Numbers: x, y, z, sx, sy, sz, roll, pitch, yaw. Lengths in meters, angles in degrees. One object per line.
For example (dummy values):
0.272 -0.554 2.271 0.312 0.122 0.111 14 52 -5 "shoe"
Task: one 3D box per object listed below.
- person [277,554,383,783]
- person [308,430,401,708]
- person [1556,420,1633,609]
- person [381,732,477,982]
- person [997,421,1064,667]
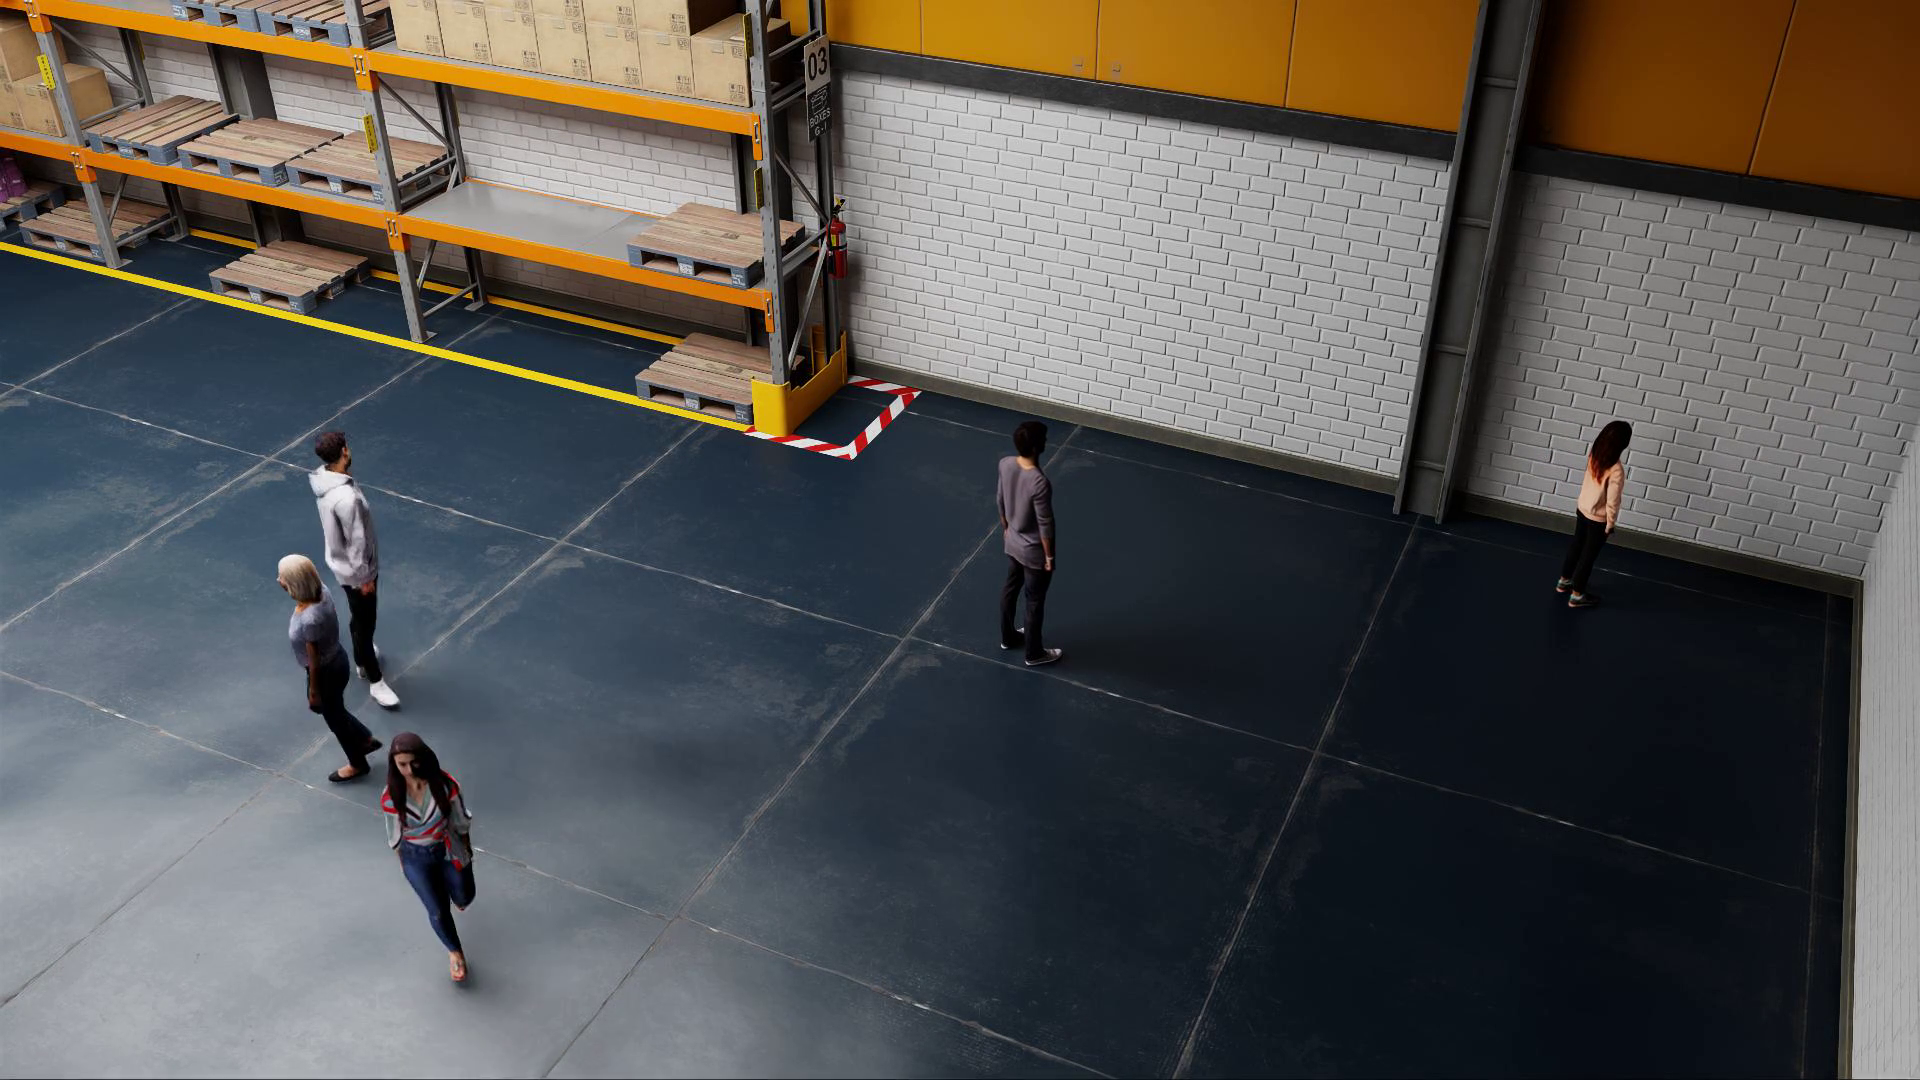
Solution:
-3.818 0.785 10.279 0.774 1.709 0.724 -7 34 -11 "person"
-4.005 0.221 10.961 0.991 1.894 0.833 -9 35 -14 "person"
4.573 -0.202 11.970 0.661 1.481 0.634 -5 34 -8 "person"
-2.872 1.656 9.067 0.886 1.600 0.947 -11 35 -16 "person"
0.459 0.013 11.309 0.807 1.854 0.657 -23 40 -31 "person"
